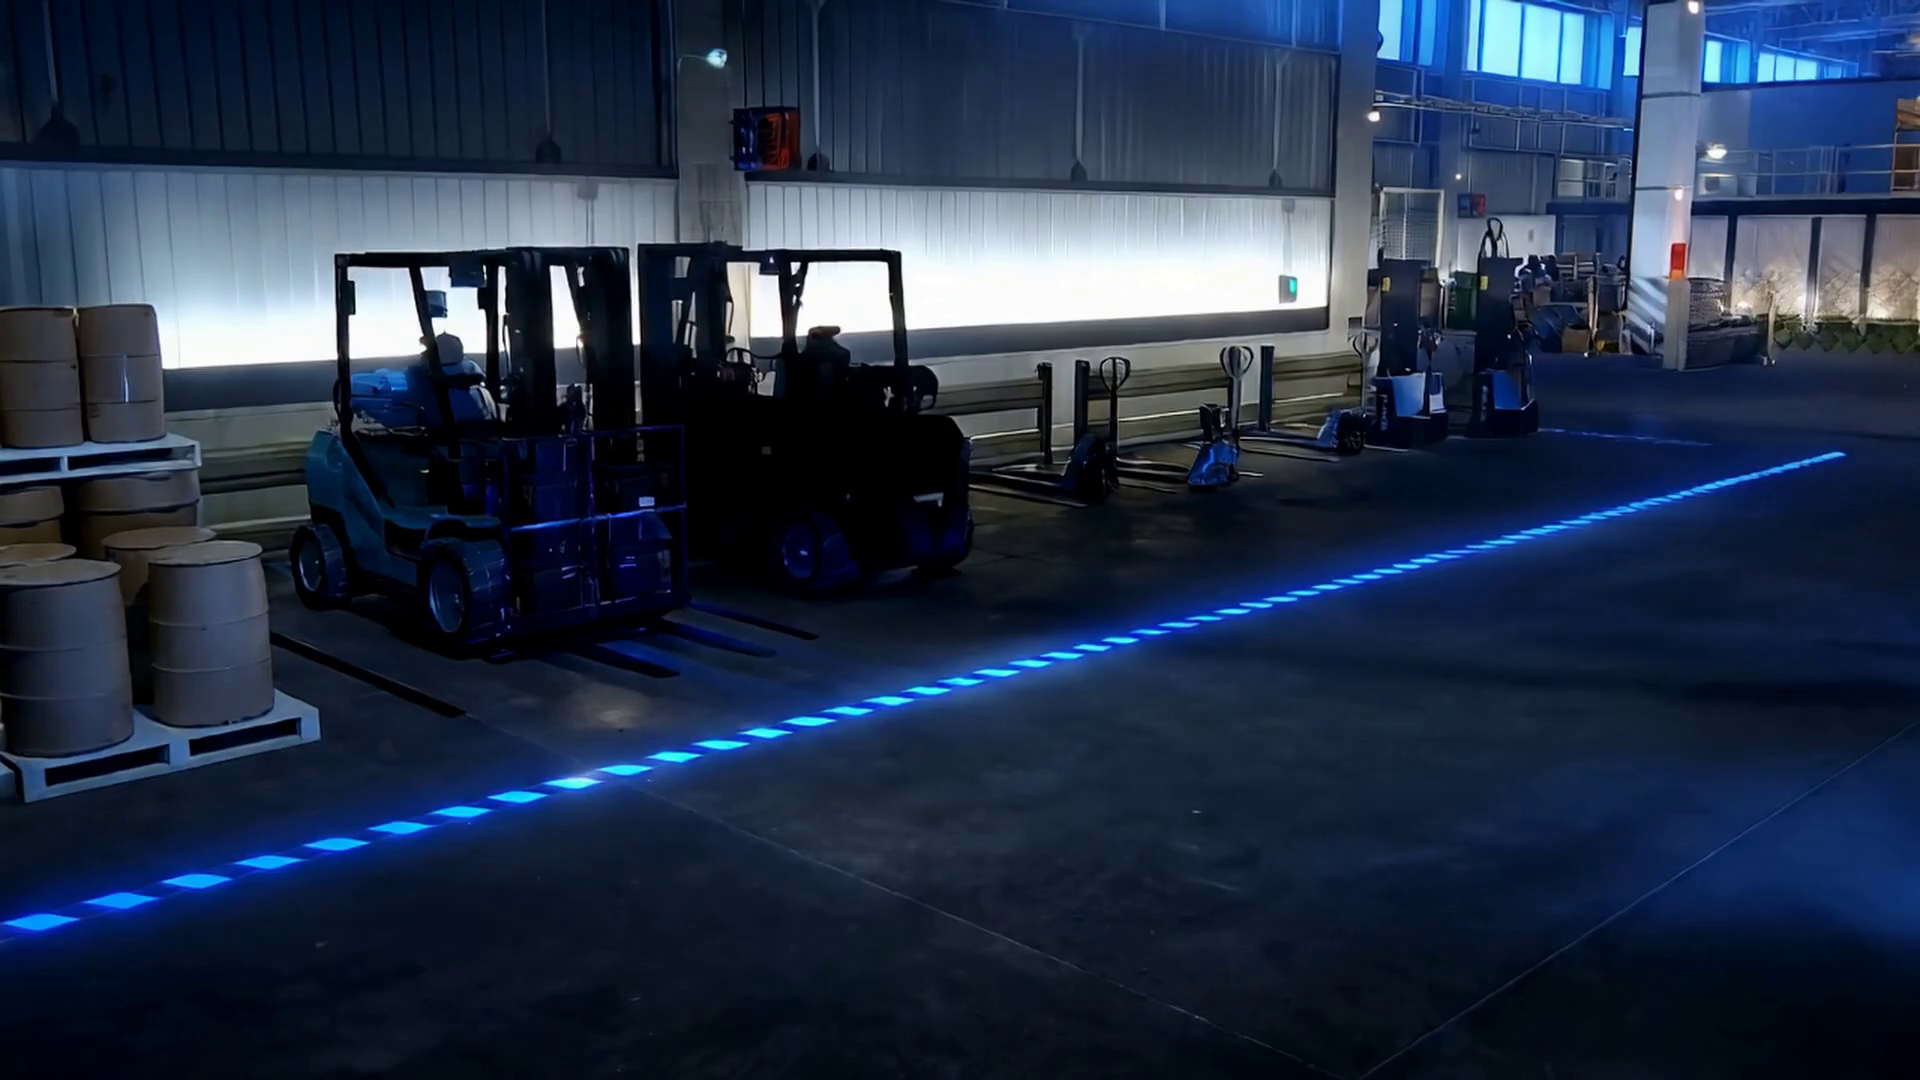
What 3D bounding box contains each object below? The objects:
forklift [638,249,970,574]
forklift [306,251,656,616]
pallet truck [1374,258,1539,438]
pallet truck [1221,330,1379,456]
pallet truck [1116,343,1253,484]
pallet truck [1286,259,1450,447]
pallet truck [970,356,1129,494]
[{"bbox_3d":[-1.173,-0.958,11.239,2.680,1.987,1.157,10,14,43],"label":"forklift"},{"bbox_3d":[-2.833,-0.669,9.694,1.157,1.987,2.680,-10,14,-44],"label":"forklift"},{"bbox_3d":[5.704,-2.208,18.901,1.885,1.965,0.823,10,14,43],"label":"pallet truck"},{"bbox_3d":[3.563,-1.581,17.381,0.653,1.274,1.630,-10,14,-44],"label":"pallet truck"},{"bbox_3d":[1.962,-1.215,15.415,1.522,1.261,0.704,10,14,43],"label":"pallet truck"},{"bbox_3d":[4.493,-2.078,18.196,0.823,1.965,1.885,-9,14,-40],"label":"pallet truck"},{"bbox_3d":[0.784,-1.085,14.876,0.680,1.201,1.601,-10,14,-44],"label":"pallet truck"}]
